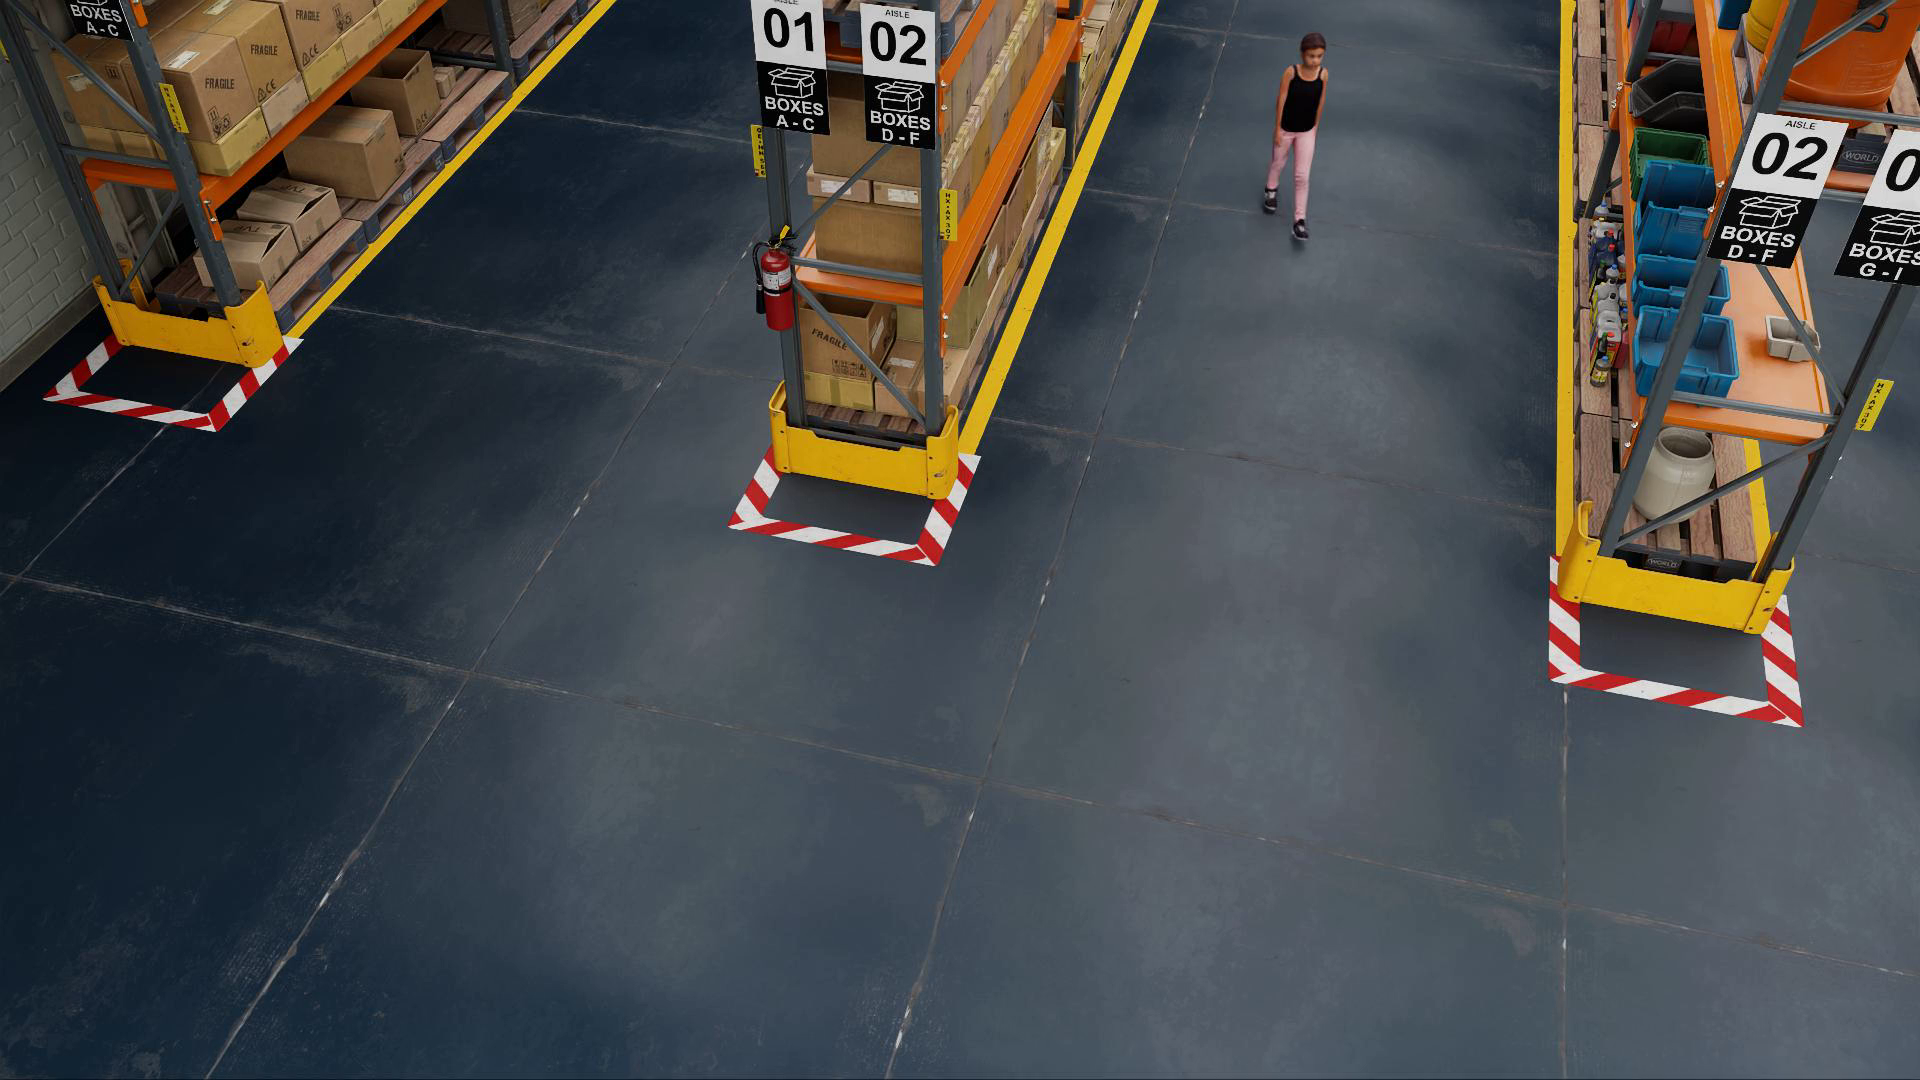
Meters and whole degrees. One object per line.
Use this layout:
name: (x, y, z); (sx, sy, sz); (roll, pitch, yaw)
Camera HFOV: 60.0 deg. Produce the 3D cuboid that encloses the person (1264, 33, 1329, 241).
person: (2.475, -3.080, 12.424); (0.706, 1.524, 1.079); (0, 43, 0)
